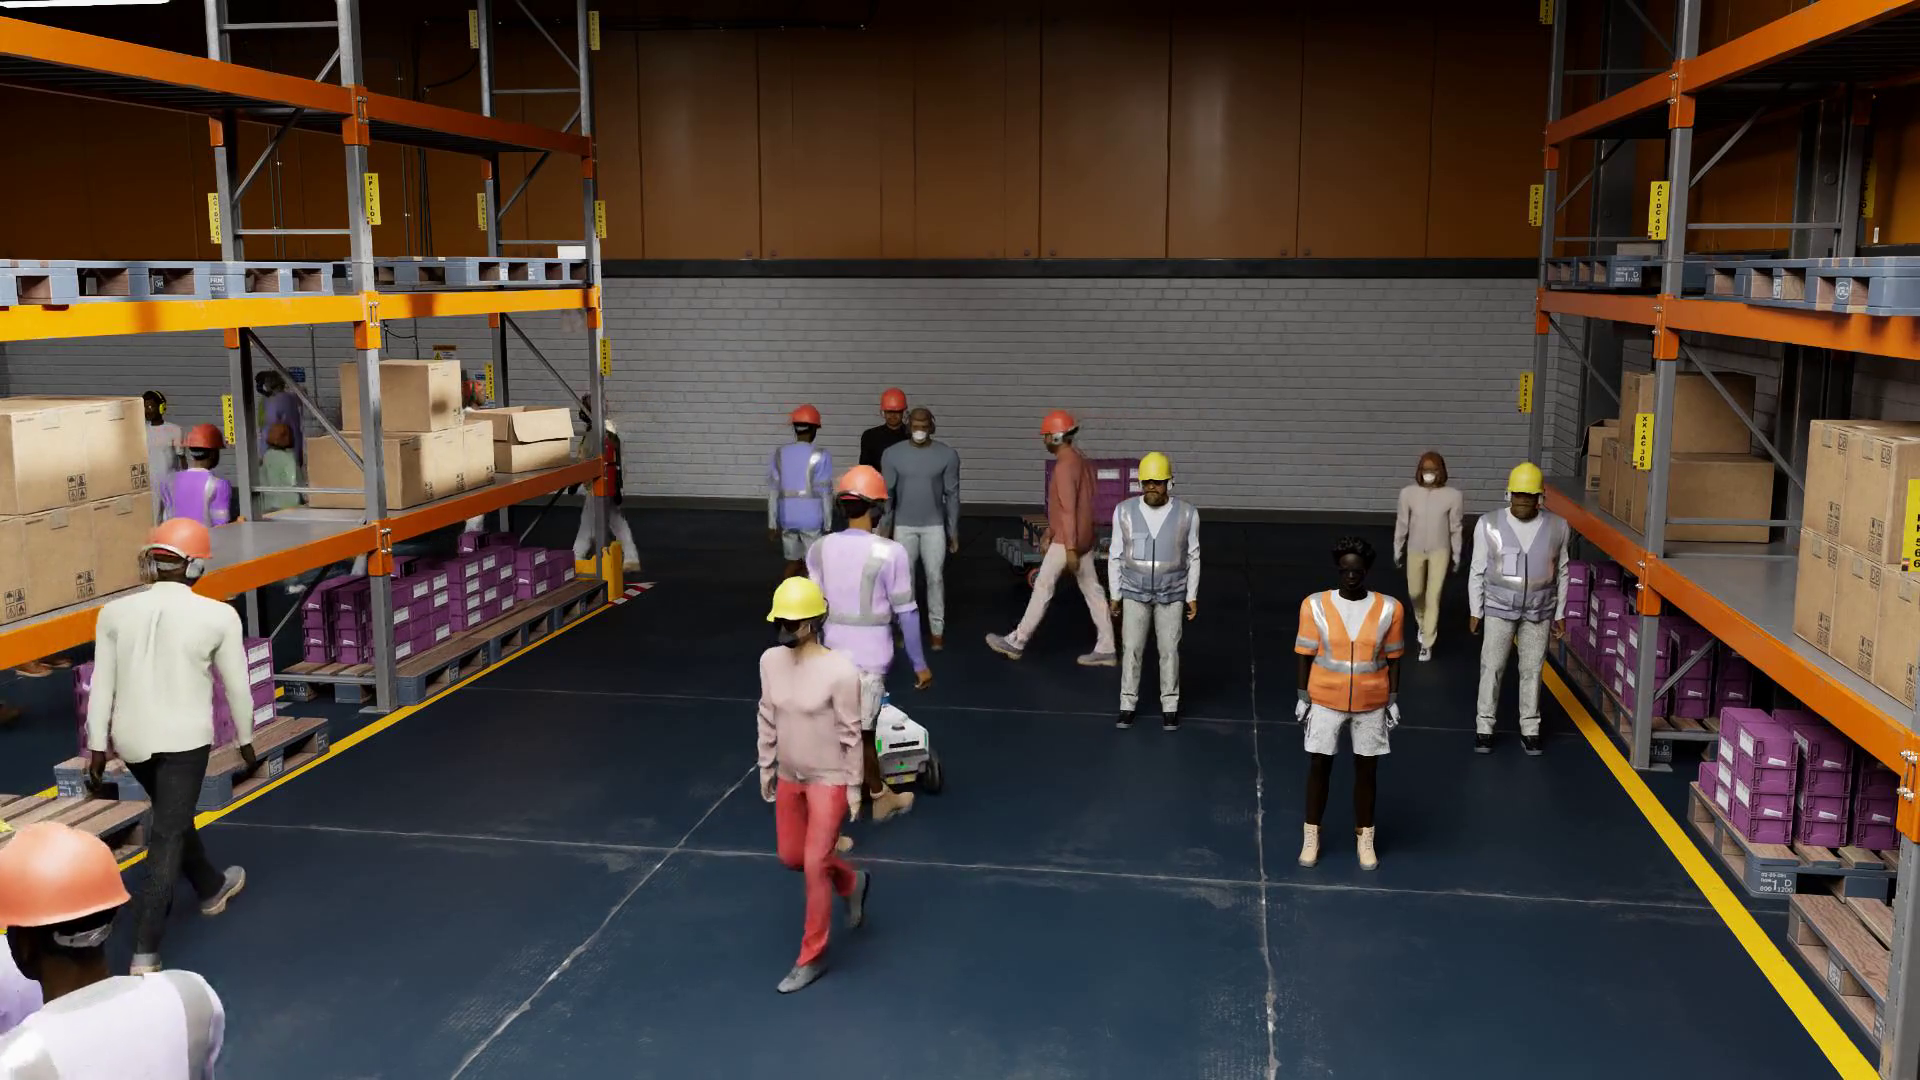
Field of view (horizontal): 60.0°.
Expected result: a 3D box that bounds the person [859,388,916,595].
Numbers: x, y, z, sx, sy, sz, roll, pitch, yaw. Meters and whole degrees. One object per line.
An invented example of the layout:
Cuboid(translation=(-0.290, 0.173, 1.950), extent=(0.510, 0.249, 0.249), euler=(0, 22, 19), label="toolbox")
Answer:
Cuboid(translation=(-0.573, -0.328, 14.418), extent=(0.622, 1.989, 0.402), euler=(0, 9, 0), label="person")

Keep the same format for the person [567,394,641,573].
Cuboid(translation=(-3.569, -0.530, 16.280), extent=(0.939, 1.795, 0.637), euler=(-3, 10, -20), label="person")

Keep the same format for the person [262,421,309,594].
Cuboid(translation=(-6.262, -0.287, 15.321), extent=(0.504, 1.620, 0.477), euler=(8, 12, 41), label="person")

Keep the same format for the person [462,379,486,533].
Cuboid(translation=(-4.996, -0.722, 17.193), extent=(0.359, 1.884, 0.591), euler=(-2, 9, -11), label="person")

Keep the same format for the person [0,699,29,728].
Cuboid(translation=(-6.453, 0.448, 10.633), extent=(0.548, 1.652, 0.828), euler=(3, 10, 18), label="person")

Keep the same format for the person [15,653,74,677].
Cuboid(translation=(-6.880, 0.062, 12.345), extent=(0.337, 1.883, 0.584), euler=(1, 9, 4), label="person")

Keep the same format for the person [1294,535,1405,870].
Cuboid(translation=(1.938, 0.810, 8.309), extent=(0.540, 1.694, 0.317), euler=(1, 9, 9), label="person")

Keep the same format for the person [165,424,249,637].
Cuboid(translation=(-5.478, 0.104, 12.119), extent=(0.554, 1.880, 0.975), euler=(2, 9, 10), label="person")

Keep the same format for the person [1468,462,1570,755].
Cuboid(translation=(3.447, 0.426, 10.267), extent=(0.600, 1.827, 0.404), euler=(1, 9, 9), label="person")

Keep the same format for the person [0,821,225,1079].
Cuboid(translation=(-1.762, 1.502, 3.372), extent=(0.685, 1.909, 0.549), euler=(6, 11, 32), label="person")

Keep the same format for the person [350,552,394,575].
Cuboid(translation=(-5.200, -0.331, 14.766), extent=(0.649, 1.892, 1.032), euler=(4, 10, 25), label="person")

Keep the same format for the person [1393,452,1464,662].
Cuboid(translation=(3.668, 0.094, 13.014), extent=(0.510, 1.607, 0.765), euler=(4, 10, 25), label="person")

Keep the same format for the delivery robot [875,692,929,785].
Cuboid(translation=(-0.457, 1.122, 9.609), extent=(0.477, 0.478, 0.707), euler=(-4, 10, -24), label="delivery robot")

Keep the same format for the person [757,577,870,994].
Cuboid(translation=(-0.577, 0.987, 7.060), extent=(0.536, 1.746, 0.642), euler=(6, 11, 34), label="person")

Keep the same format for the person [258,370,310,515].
Cuboid(translation=(-7.648, -0.990, 18.862), extent=(1.057, 1.893, 0.634), euler=(-1, 9, -9), label="person")

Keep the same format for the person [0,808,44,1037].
Cuboid(translation=(-2.275, 1.440, 3.833), extent=(0.598, 1.891, 0.780), euler=(4, 10, 22), label="person")

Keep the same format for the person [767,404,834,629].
Cuboid(translation=(-1.299, -0.157, 13.658), extent=(0.552, 1.906, 0.552), euler=(4, 10, 24), label="person")

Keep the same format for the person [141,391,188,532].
Cuboid(translation=(-7.546, -0.477, 15.750), extent=(0.561, 1.864, 0.342), euler=(2, 9, 9), label="person")

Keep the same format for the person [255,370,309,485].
Cuboid(translation=(-8.137, -1.155, 20.130), extent=(0.644, 1.810, 0.682), euler=(7, 12, 37), label="person")

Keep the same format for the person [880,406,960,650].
Cuboid(translation=(-0.322, -0.097, 13.165), extent=(0.642, 1.938, 0.373), euler=(1, 9, 4), label="person")

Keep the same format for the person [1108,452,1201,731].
Cuboid(translation=(1.259, 0.335, 10.821), extent=(0.600, 1.829, 0.404), euler=(1, 9, 9), label="person")

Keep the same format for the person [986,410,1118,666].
Cuboid(translation=(0.740, -0.010, 12.616), extent=(1.051, 1.929, 0.607), euler=(4, 10, 21), label="person")

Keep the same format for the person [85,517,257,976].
Cuboid(translation=(-3.451, 0.874, 7.300), extent=(0.623, 1.903, 1.112), euler=(0, 9, -1), label="person")

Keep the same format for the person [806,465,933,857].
Cuboid(translation=(-0.531, 0.611, 8.667), extent=(0.615, 1.996, 1.013), euler=(7, 12, 37), label="person")
